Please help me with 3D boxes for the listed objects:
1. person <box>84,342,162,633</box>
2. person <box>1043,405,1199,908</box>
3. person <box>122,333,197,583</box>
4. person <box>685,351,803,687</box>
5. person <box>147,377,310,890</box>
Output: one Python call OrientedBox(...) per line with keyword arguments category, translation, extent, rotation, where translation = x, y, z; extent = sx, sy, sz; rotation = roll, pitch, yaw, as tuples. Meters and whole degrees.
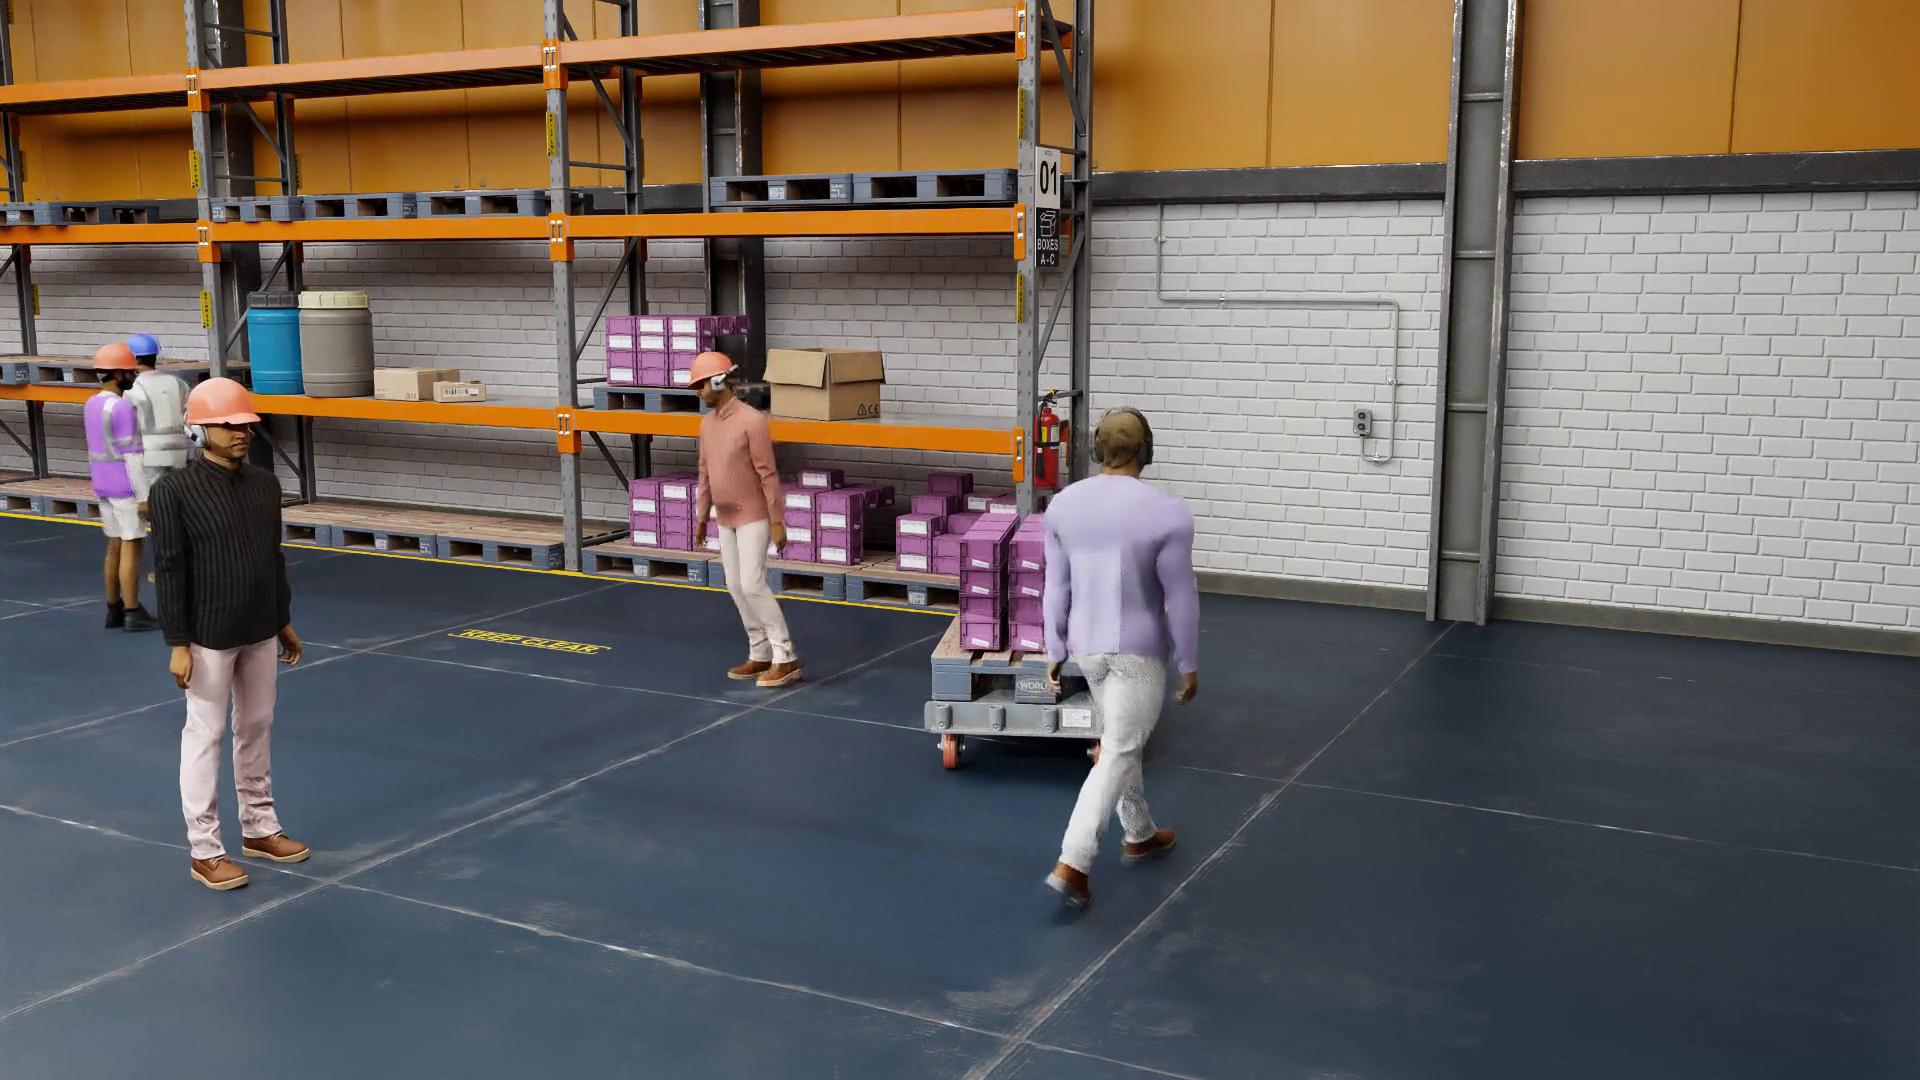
OrientedBox(category="person", translation=(-5.574, -0.346, 11.097), extent=(0.553, 1.934, 0.360), rotation=(8, 12, 40))
OrientedBox(category="person", translation=(0.595, 0.429, 6.436), extent=(0.636, 1.903, 0.997), rotation=(7, 12, 38))
OrientedBox(category="person", translation=(-6.227, -0.618, 12.783), extent=(0.538, 1.928, 0.644), rotation=(4, 10, 24))
OrientedBox(category="person", translation=(-1.301, -0.126, 9.715), extent=(0.502, 1.945, 0.663), rotation=(-8, 12, -42))
OrientedBox(category="person", translation=(-2.882, 0.356, 6.592), extent=(0.378, 1.996, 0.611), rotation=(4, 10, 24))
